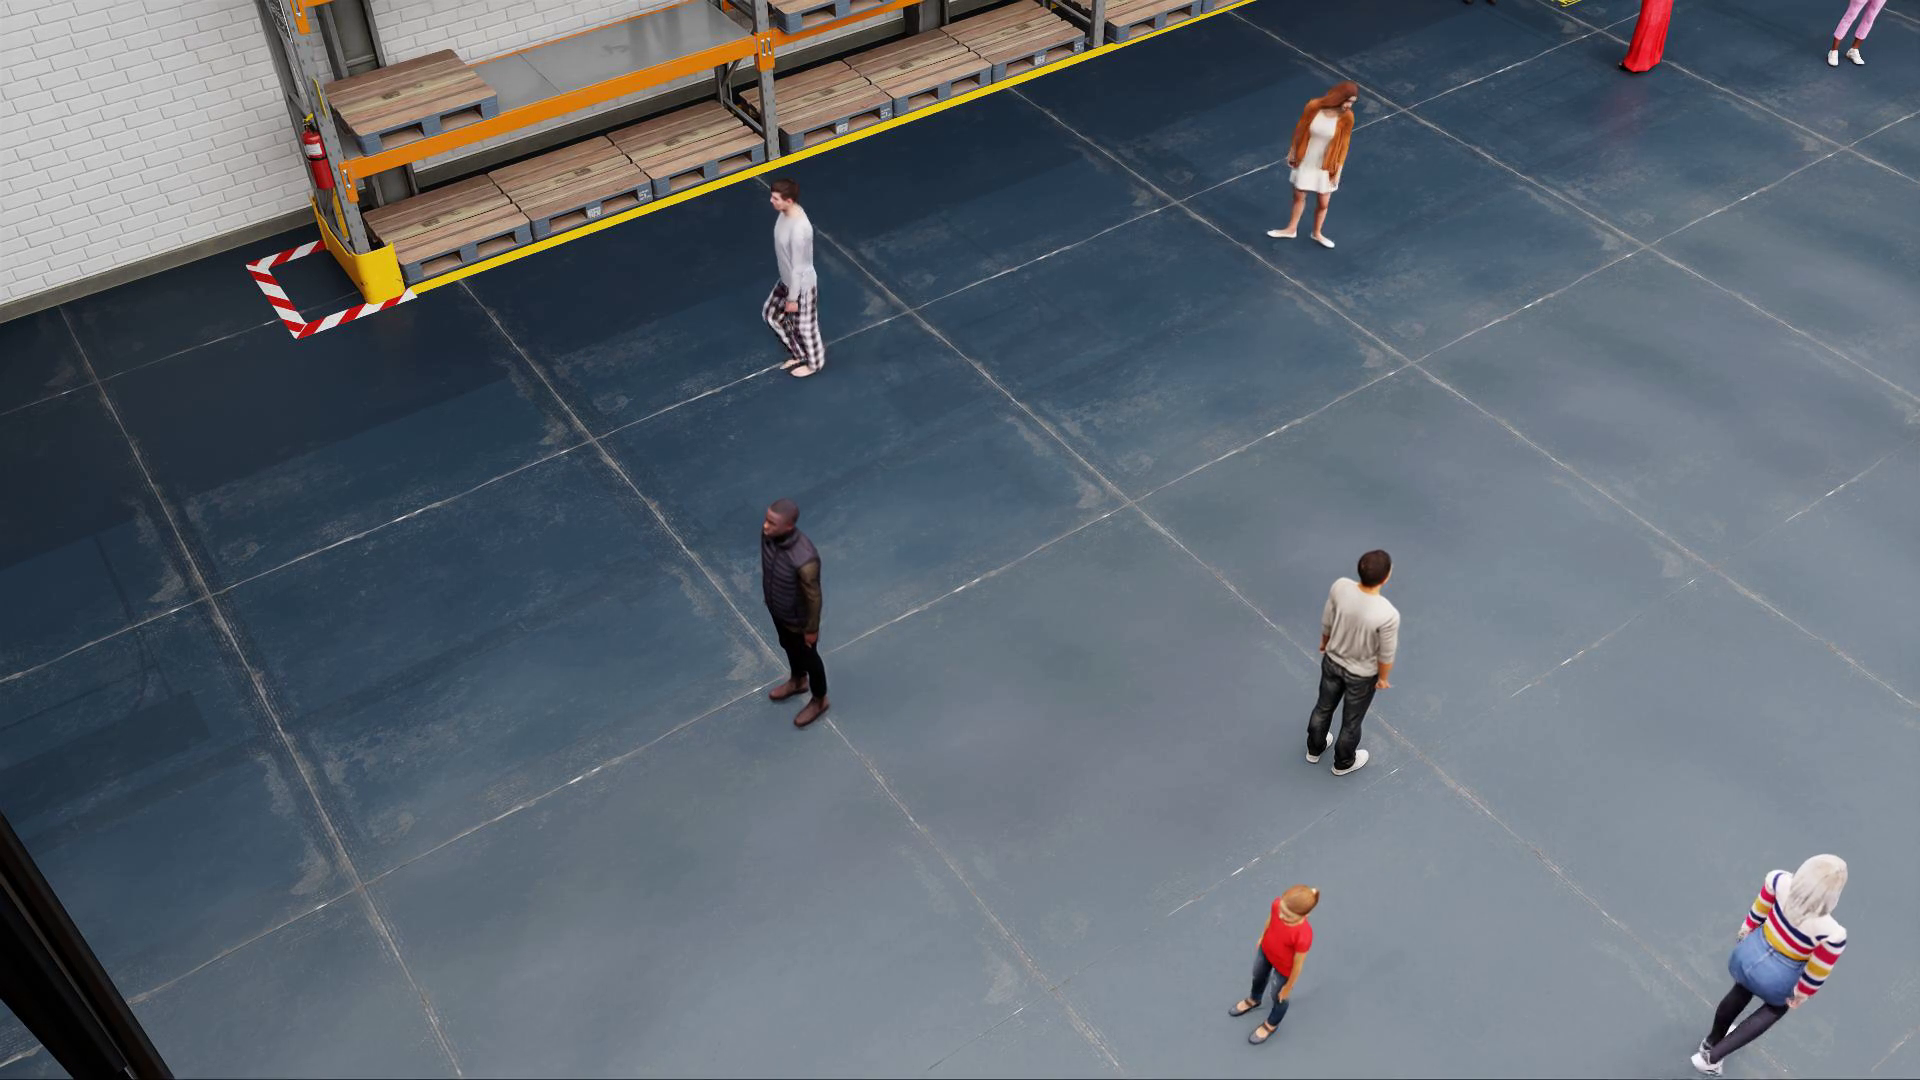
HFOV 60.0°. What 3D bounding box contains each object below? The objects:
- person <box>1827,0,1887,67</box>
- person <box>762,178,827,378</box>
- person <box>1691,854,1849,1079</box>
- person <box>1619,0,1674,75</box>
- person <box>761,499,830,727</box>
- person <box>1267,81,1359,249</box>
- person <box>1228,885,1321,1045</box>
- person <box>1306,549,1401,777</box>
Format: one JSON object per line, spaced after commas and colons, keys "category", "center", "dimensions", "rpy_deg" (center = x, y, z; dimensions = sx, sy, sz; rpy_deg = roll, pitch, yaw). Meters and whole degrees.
{"category": "person", "center": [9.342, -5.691, 16.952], "dimensions": [0.615, 1.743, 0.721], "rpy_deg": [-2, 44, -2]}
{"category": "person", "center": [-1.197, -2.055, 13.068], "dimensions": [0.774, 1.836, 0.746], "rpy_deg": [-13, 45, -13]}
{"category": "person", "center": [4.130, 2.225, 8.603], "dimensions": [0.768, 1.797, 0.695], "rpy_deg": [-21, 47, -20]}
{"category": "person", "center": [7.079, -5.601, 16.827], "dimensions": [0.563, 1.784, 0.704], "rpy_deg": [-31, 52, -28]}
{"category": "person", "center": [-1.038, 0.436, 10.454], "dimensions": [0.559, 1.835, 0.706], "rpy_deg": [-28, 50, -26]}
{"category": "person", "center": [3.054, -3.315, 14.510], "dimensions": [0.849, 1.671, 0.814], "rpy_deg": [28, 50, 26]}
{"category": "person", "center": [1.759, 2.237, 8.945], "dimensions": [0.573, 1.308, 0.552], "rpy_deg": [-17, 46, -17]}
{"category": "person", "center": [2.389, 0.749, 10.142], "dimensions": [0.683, 1.811, 0.607], "rpy_deg": [35, 53, 31]}
